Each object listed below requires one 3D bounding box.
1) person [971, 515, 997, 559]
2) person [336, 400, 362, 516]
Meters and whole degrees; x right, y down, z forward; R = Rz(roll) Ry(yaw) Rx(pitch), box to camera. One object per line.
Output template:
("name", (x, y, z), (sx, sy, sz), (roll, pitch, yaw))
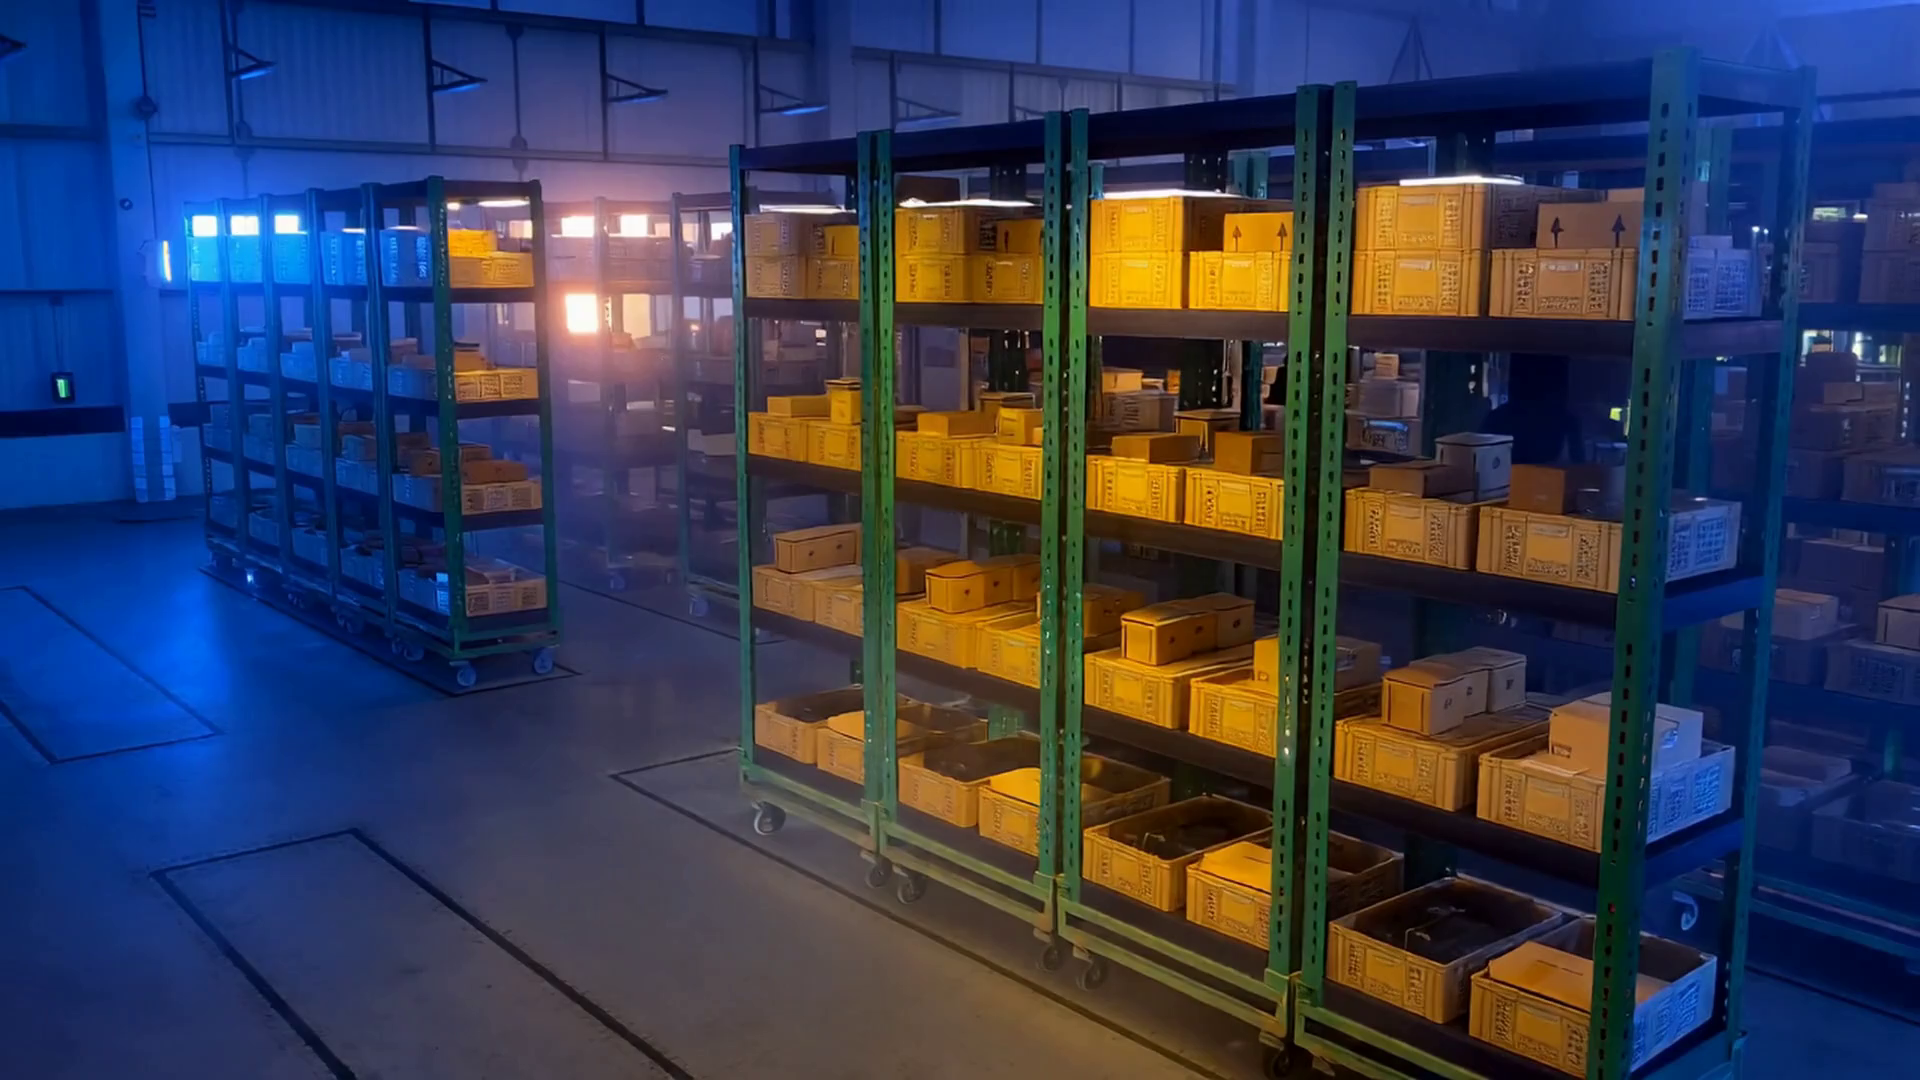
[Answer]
("person", (0.303, -0.040, 12.974), (0.589, 1.833, 0.404), (-3, 10, -19))
("person", (-6.153, -0.671, 16.784), (0.389, 1.837, 0.560), (-3, 10, -15))
